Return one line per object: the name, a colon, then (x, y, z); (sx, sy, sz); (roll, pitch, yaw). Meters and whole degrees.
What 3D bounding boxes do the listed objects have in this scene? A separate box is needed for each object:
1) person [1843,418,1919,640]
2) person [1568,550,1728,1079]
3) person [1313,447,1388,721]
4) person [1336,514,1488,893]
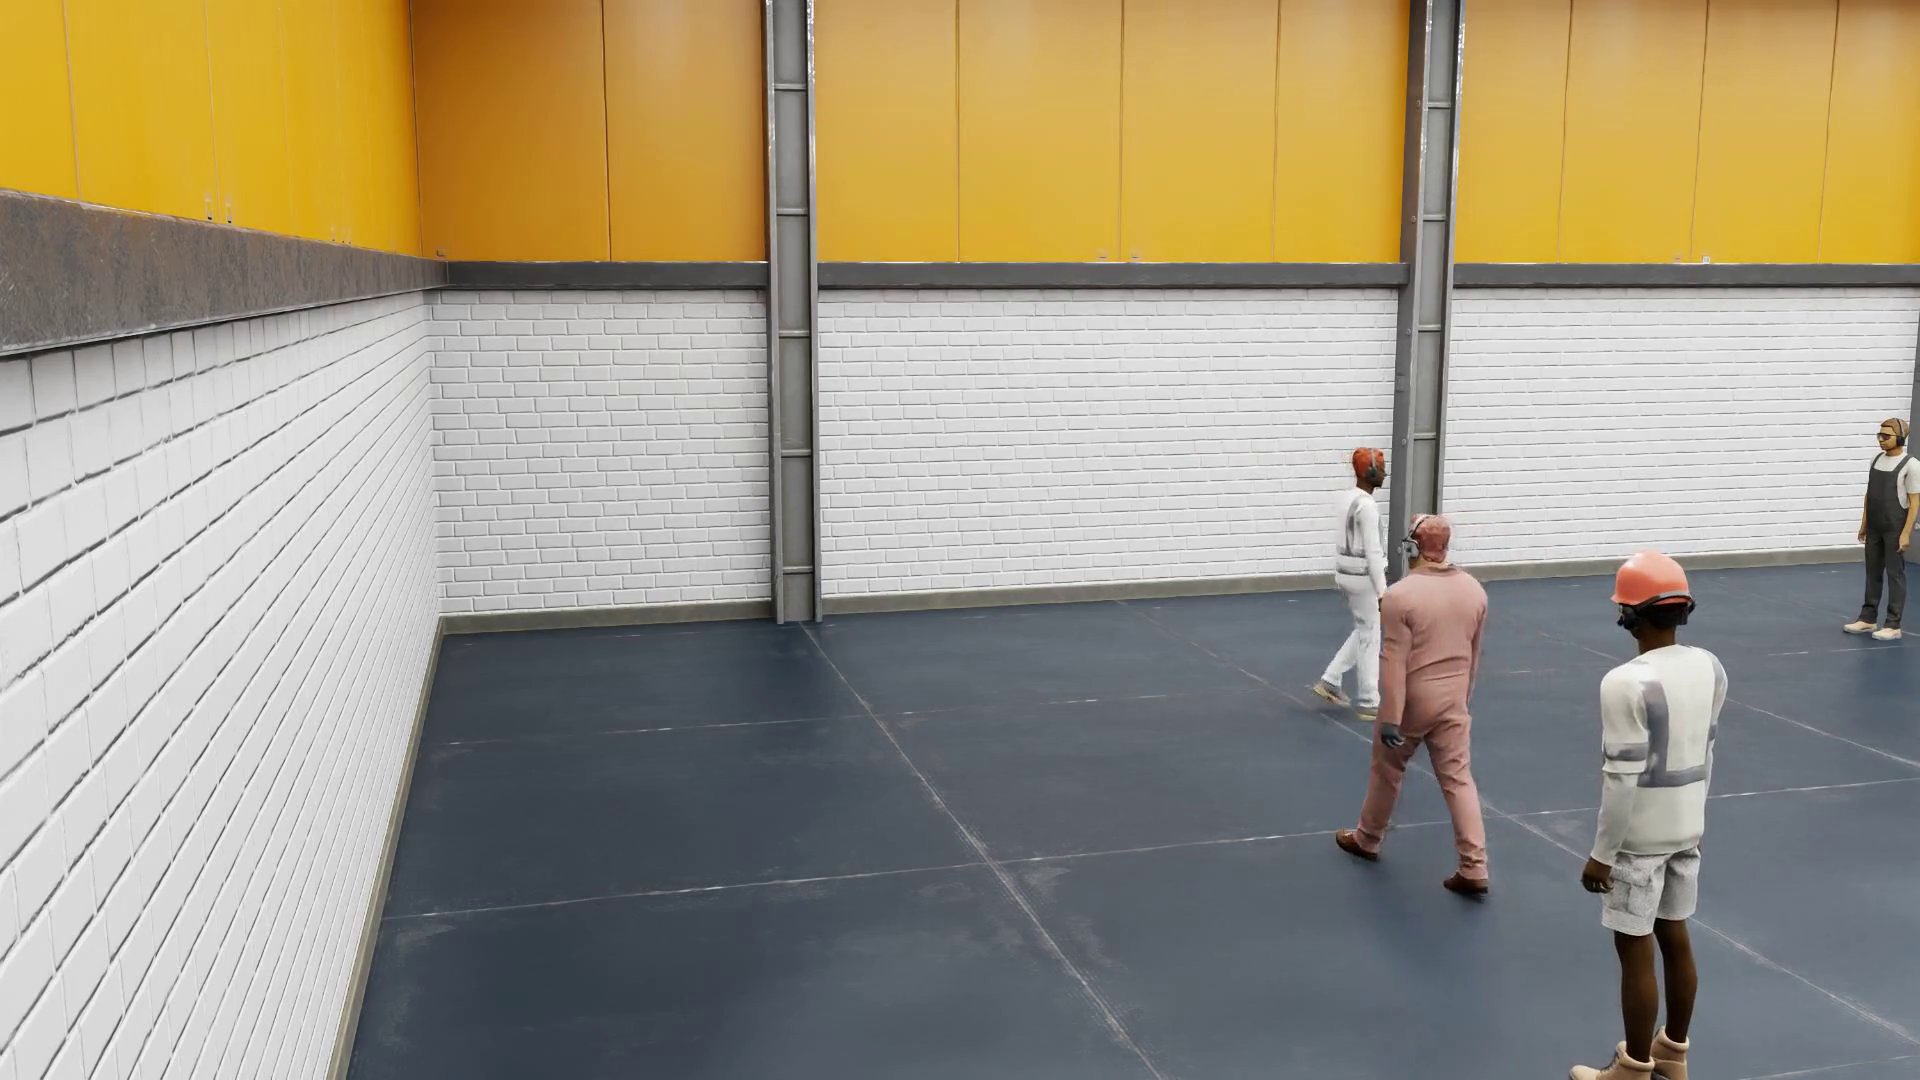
person: (7.692, -0.094, 13.815); (0.343, 1.847, 0.506); (-3, 9, -16)
person: (2.486, 1.052, 6.058); (0.609, 2.040, 0.395); (-6, 11, -33)
person: (2.750, 0.302, 11.244); (0.505, 1.875, 0.601); (0, 9, 2)
person: (2.320, 0.792, 8.277); (0.665, 1.858, 1.011); (-4, 10, -23)
